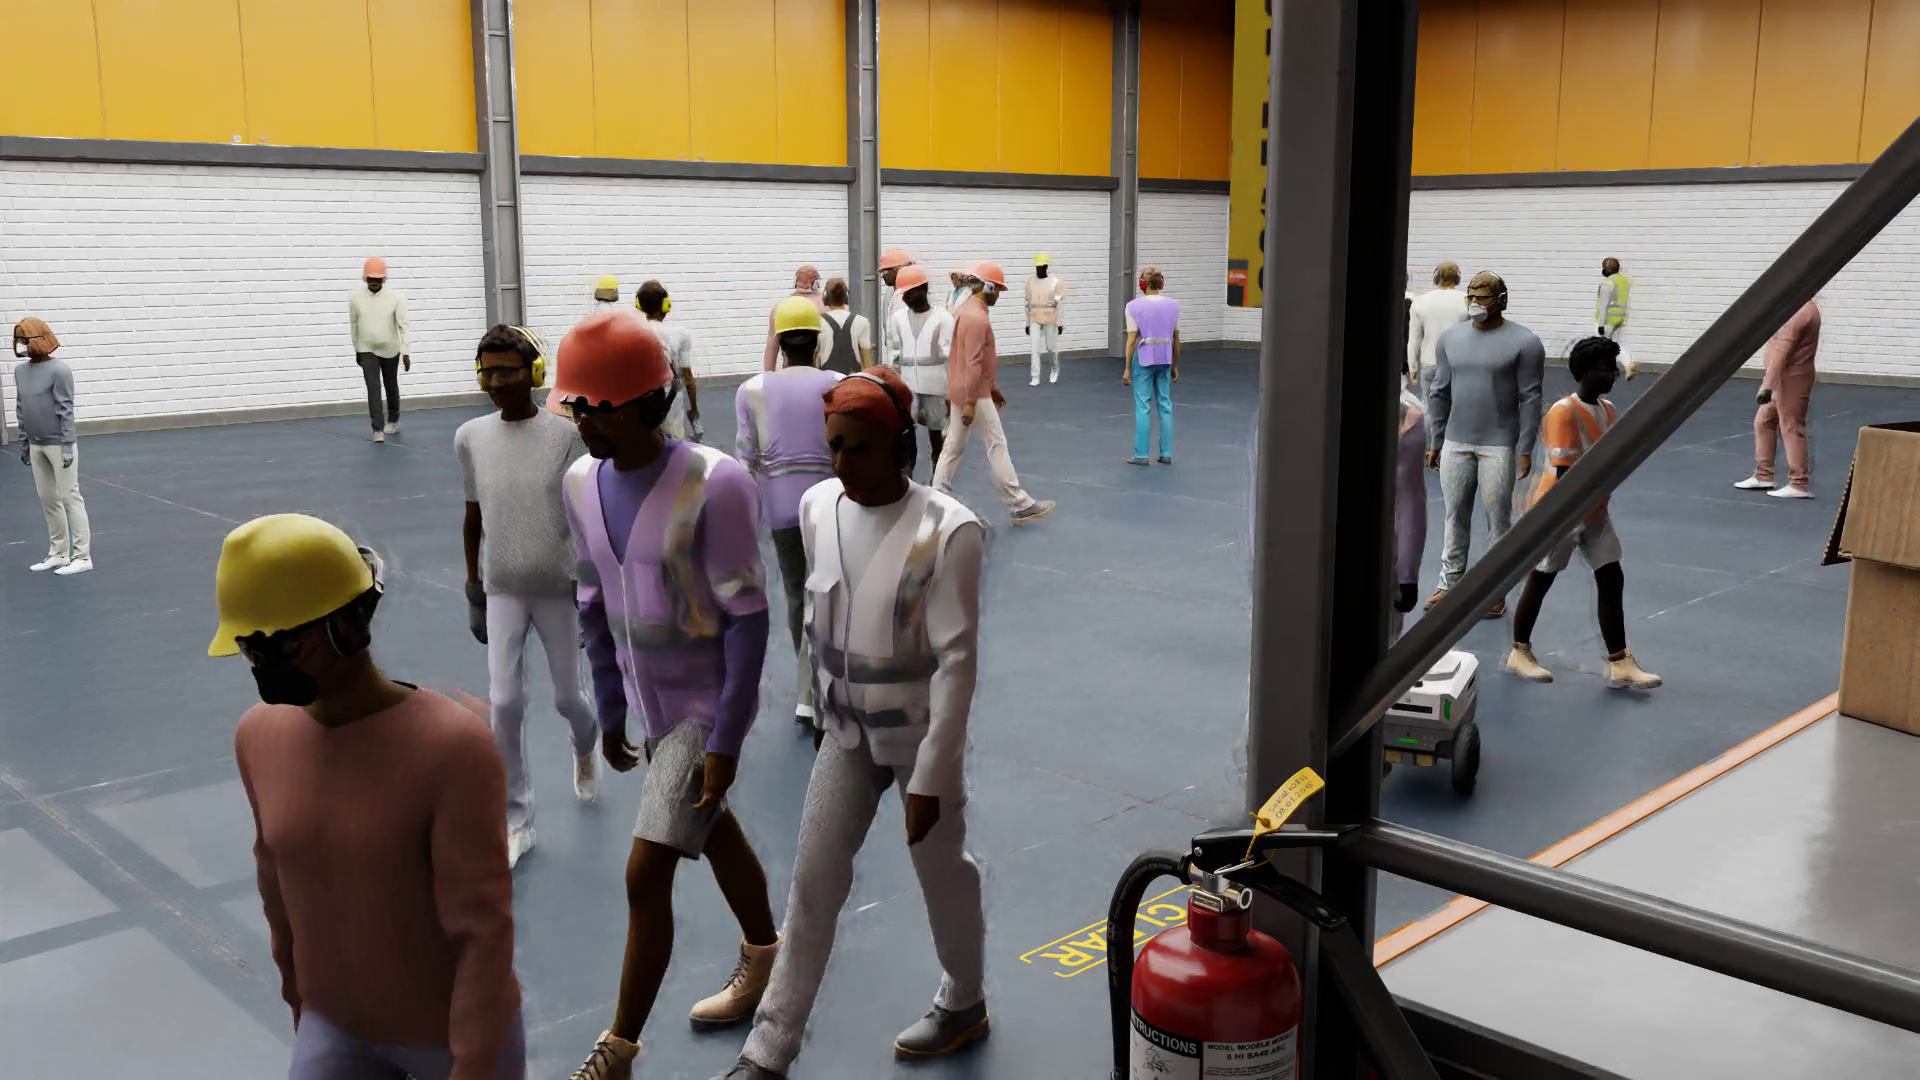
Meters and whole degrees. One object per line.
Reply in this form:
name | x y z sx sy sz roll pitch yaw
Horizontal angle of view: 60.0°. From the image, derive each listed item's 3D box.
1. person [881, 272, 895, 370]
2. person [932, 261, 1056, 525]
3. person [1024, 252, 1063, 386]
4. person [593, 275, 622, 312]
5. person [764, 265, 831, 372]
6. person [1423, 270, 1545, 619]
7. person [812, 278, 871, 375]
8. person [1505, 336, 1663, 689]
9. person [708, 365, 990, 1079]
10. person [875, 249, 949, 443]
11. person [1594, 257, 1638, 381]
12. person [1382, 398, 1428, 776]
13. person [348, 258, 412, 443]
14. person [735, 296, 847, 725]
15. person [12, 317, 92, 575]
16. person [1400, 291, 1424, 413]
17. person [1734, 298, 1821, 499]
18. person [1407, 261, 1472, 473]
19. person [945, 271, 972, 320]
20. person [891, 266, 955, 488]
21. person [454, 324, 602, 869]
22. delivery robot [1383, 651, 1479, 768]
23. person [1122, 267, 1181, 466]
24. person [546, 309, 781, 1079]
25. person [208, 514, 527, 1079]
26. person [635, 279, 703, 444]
person | -0.834 -2.487 20.160 0.316 1.874 0.532 -2 11 -12
person | 0.201 -1.069 12.256 0.969 1.929 0.606 -2 11 -13
person | 1.208 -3.171 23.837 0.594 1.896 0.876 4 11 19
person | -3.631 -1.939 17.600 0.849 1.701 0.512 -6 12 -28
person | -1.327 -1.415 14.323 0.727 1.871 0.567 -2 11 -13
person | 2.922 -0.531 9.318 0.632 1.938 0.359 9 14 40
person | -0.986 -1.230 13.539 0.519 1.793 1.005 -3 11 -14
person | 2.953 -0.109 7.767 0.550 1.666 0.809 -7 13 -35
person | -0.237 0.494 4.015 0.627 1.827 0.992 8 13 37
person | -0.412 -1.637 15.171 0.752 2.009 0.643 1 10 3
person | 9.336 -3.122 23.761 0.632 1.822 0.627 -7 13 -34
person | 1.457 0.076 6.324 0.638 1.820 0.683 9 13 39
person | -6.074 -2.008 17.492 0.621 1.912 1.096 -2 11 -12
person | -0.682 -0.148 7.431 0.615 1.873 1.034 1 10 3
person | -5.755 -0.591 10.505 0.494 1.624 0.284 5 11 24
person | 4.489 -1.870 16.947 0.743 1.827 0.638 -2 11 -10
person | 6.657 -1.282 13.581 0.728 1.885 0.647 6 12 30
person | 4.451 -1.590 15.228 0.648 1.888 0.995 5 12 27
person | -0.004 -2.913 23.121 0.514 1.641 0.309 9 14 41
person | -0.315 -1.147 12.818 0.573 1.882 0.856 4 11 21
person | -1.470 0.164 5.824 0.536 1.840 0.785 0 10 0
delivery robot | 1.847 0.608 6.626 0.477 0.478 0.707 5 12 25
person | 1.787 -1.604 15.431 0.571 1.840 0.373 -4 11 -21
person | -0.727 0.418 4.080 0.625 1.956 1.051 9 14 41
person | -0.943 0.808 2.639 0.543 1.700 0.935 2 11 13
person | -2.000 -0.796 11.039 0.536 1.843 0.706 2 11 9
